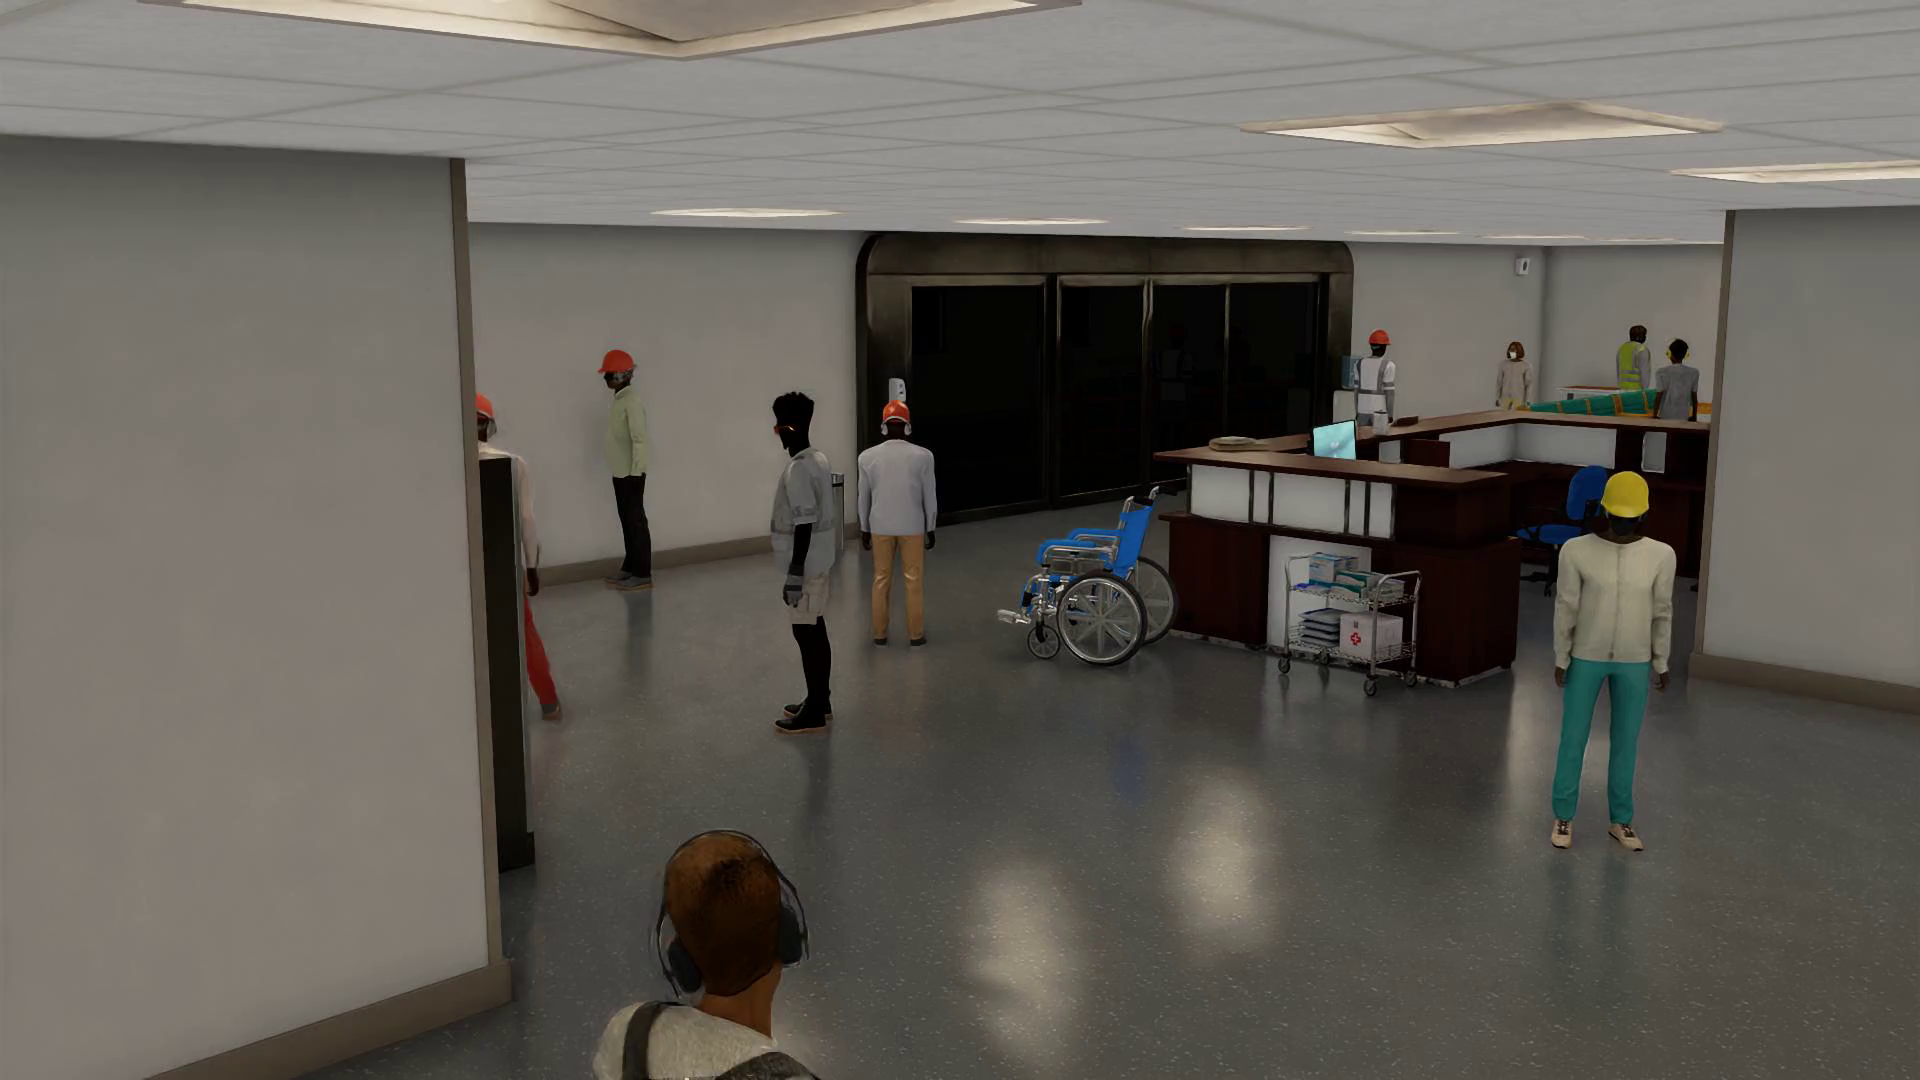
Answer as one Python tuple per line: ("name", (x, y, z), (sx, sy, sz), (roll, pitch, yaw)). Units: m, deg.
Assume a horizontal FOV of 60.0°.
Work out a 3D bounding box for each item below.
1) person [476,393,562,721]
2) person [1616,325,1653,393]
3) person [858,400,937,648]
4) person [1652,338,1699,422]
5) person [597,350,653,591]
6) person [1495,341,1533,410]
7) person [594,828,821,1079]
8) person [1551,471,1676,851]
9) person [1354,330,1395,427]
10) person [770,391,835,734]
("person", (-2.723, 0.132, 9.577), (0.722, 1.960, 0.517), (-4, 10, -23))
("person", (9.856, -2.213, 24.295), (0.429, 1.844, 0.624), (-3, 10, -17))
("person", (-0.436, -0.109, 11.683), (0.564, 1.743, 0.352), (1, 9, 7))
("person", (8.119, -1.351, 18.926), (0.534, 1.868, 0.310), (0, 9, 1))
("person", (-2.777, -0.578, 13.799), (0.391, 1.990, 0.621), (-4, 10, -26))
("person", (7.858, -2.001, 23.624), (0.499, 1.634, 0.285), (7, 11, 35))
("person", (-0.368, 1.350, 2.528), (0.579, 1.818, 0.510), (8, 12, 39))
("person", (2.972, 0.553, 7.588), (0.523, 1.759, 0.335), (1, 9, 8))
("person", (5.011, -1.568, 20.084), (0.392, 1.929, 0.546), (-9, 13, -43))
("person", (-0.904, 0.129, 9.547), (0.362, 1.962, 0.613), (1, 9, 6))
